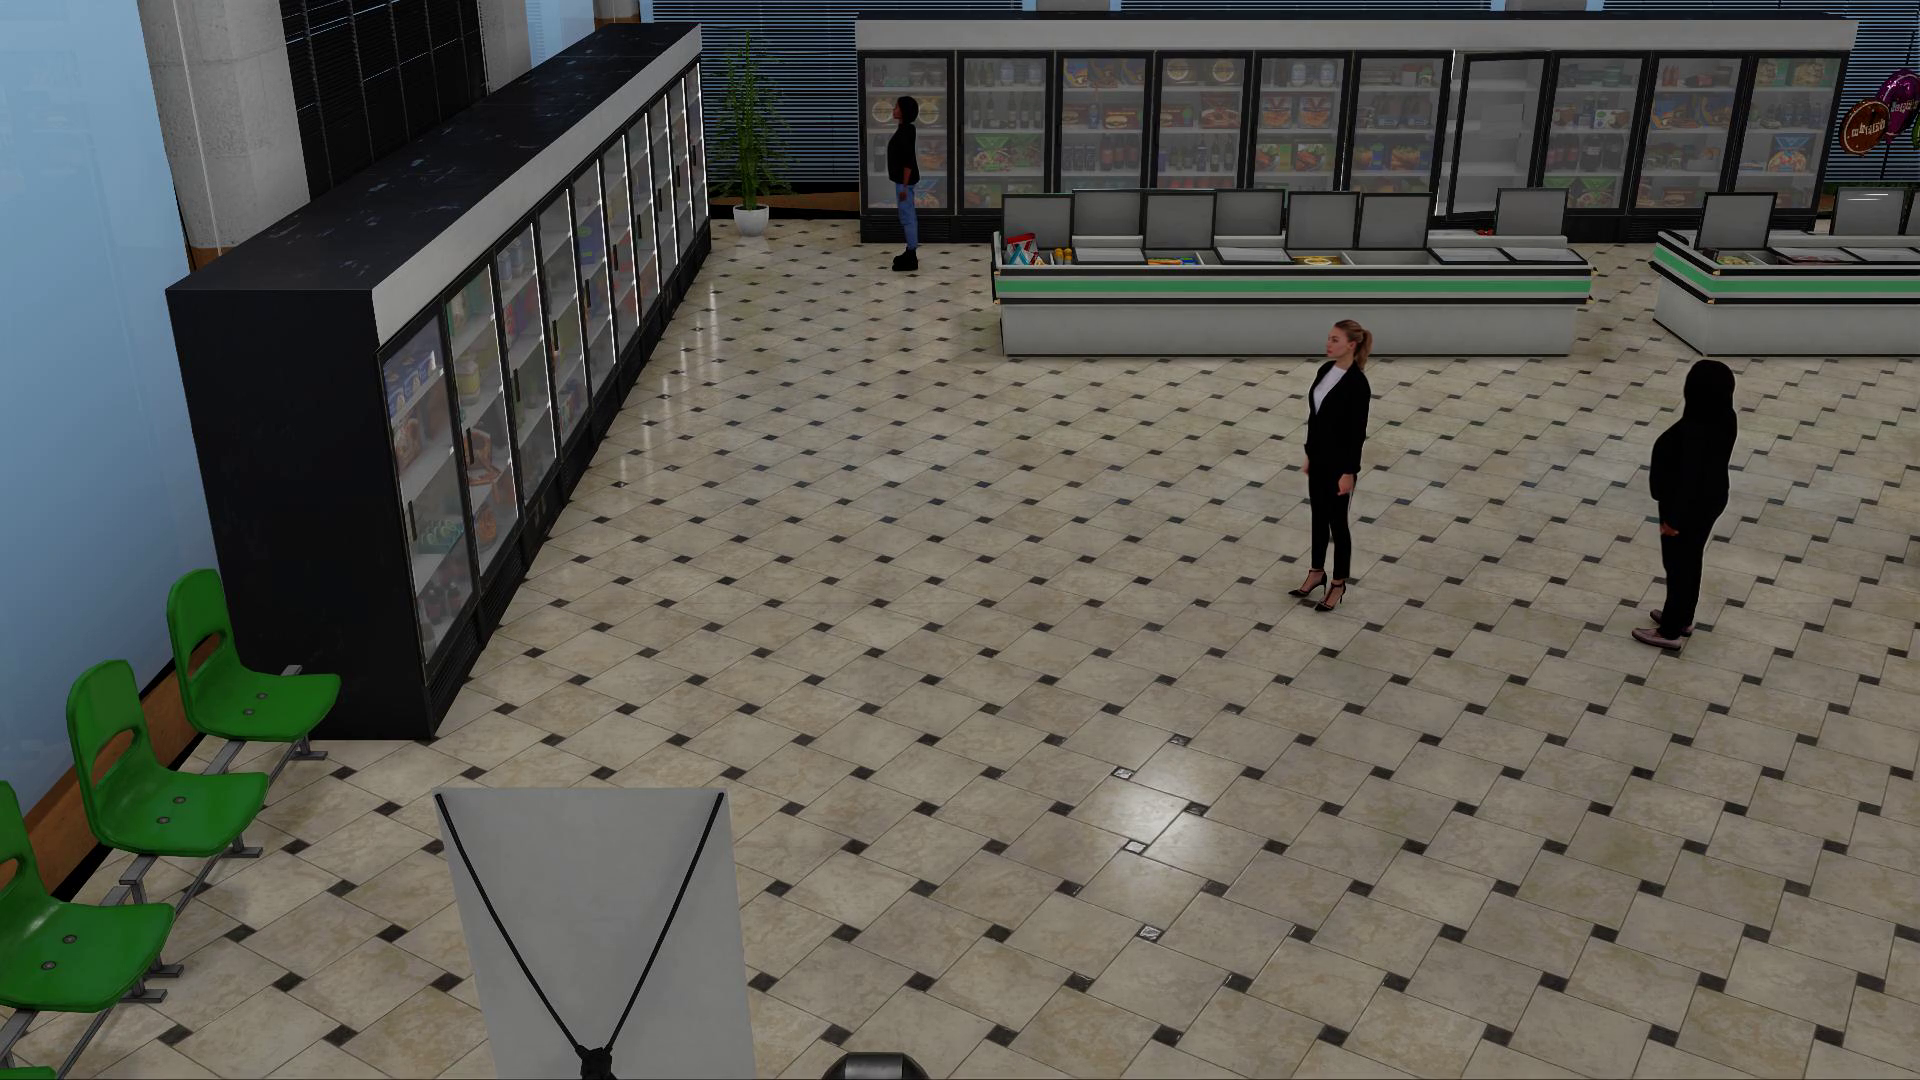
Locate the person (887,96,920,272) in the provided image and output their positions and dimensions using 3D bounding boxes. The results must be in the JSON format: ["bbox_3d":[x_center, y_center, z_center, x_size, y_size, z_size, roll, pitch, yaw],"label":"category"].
[{"bbox_3d":[-0.534,-3.551,16.557,0.526,1.702,0.565,1,24,2],"label":"person"}]

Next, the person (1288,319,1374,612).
[{"bbox_3d":[2.115,-0.421,9.397,0.685,1.707,0.687,-11,26,-23],"label":"person"}]

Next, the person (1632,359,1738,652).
[{"bbox_3d":[3.955,-0.193,8.990,0.818,1.616,0.769,19,30,37],"label":"person"}]
